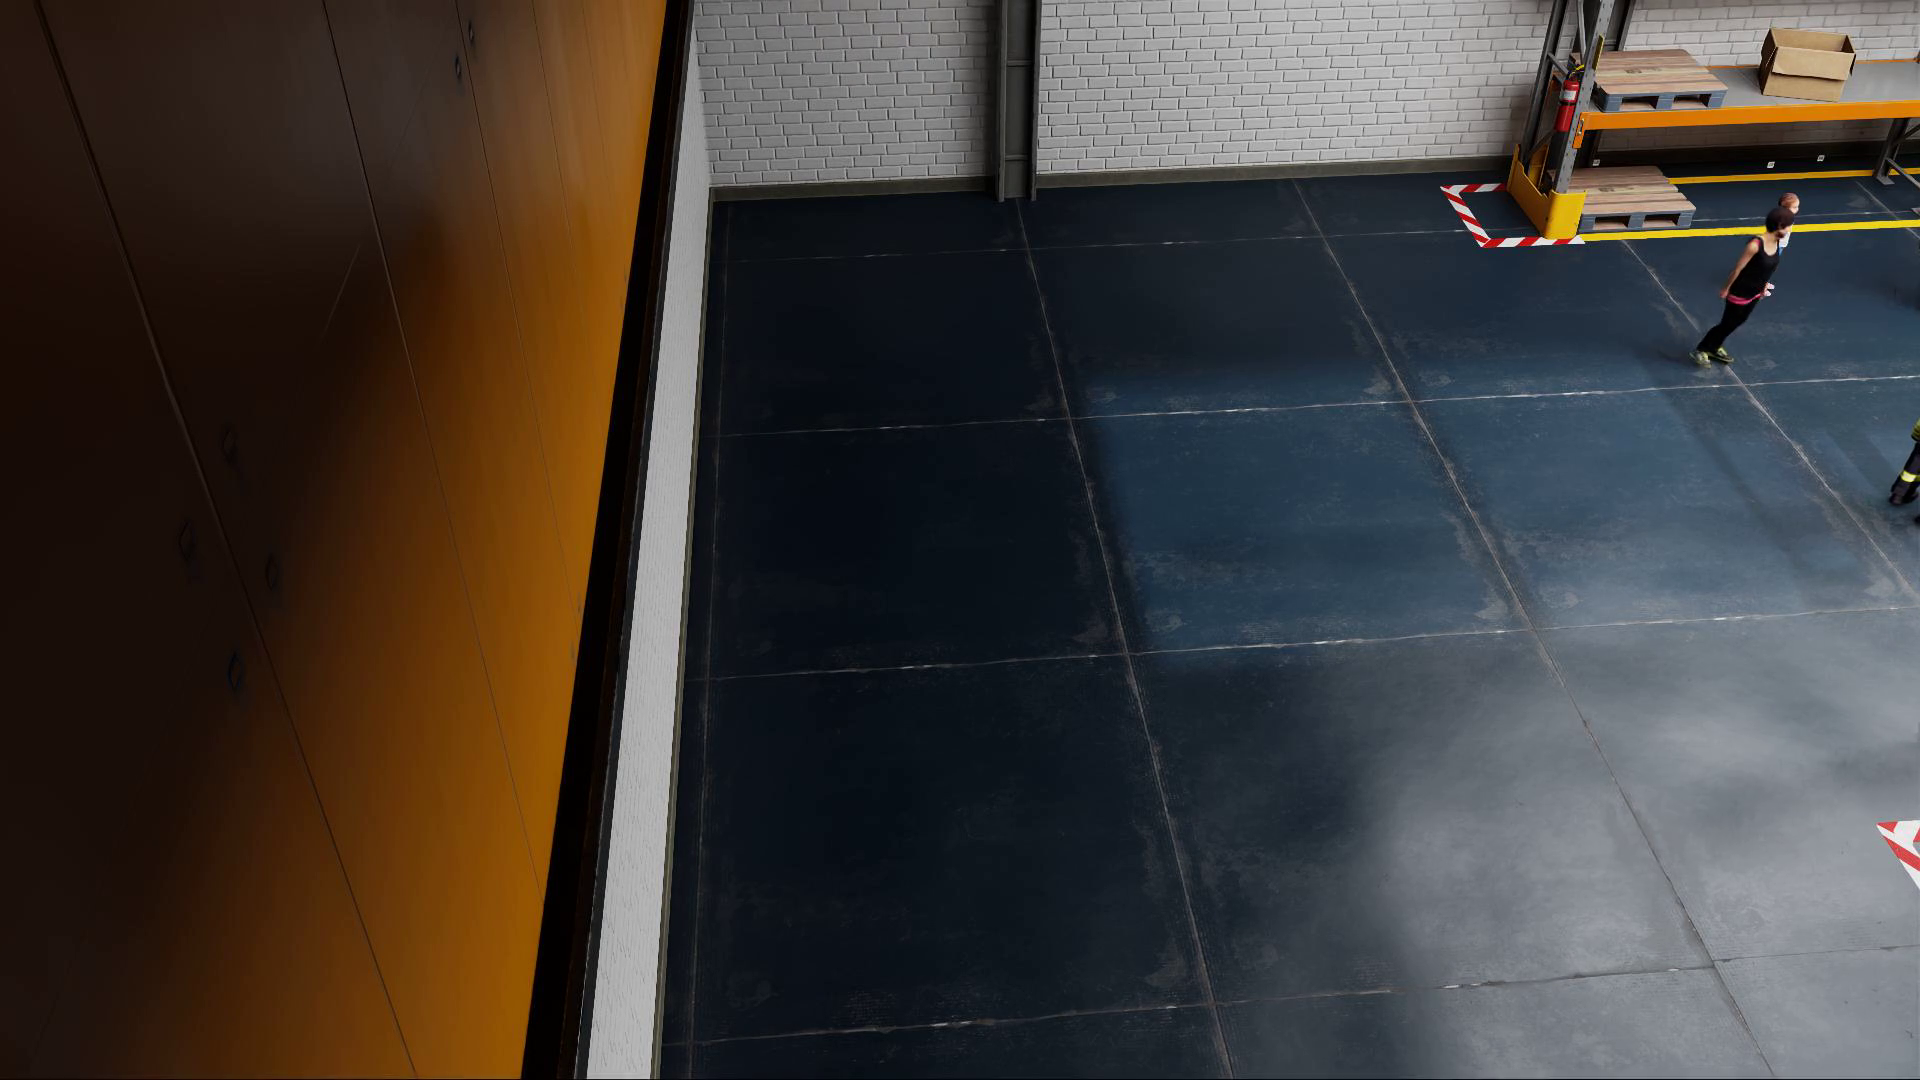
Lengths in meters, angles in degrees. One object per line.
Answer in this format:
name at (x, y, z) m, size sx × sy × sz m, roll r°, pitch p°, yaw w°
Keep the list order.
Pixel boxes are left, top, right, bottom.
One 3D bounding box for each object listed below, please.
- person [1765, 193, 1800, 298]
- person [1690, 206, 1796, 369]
person at (7.690, -2.803, 15.667) m, size 0.538 × 1.019 × 0.489 m, roll 22°, pitch 44°, yaw 25°
person at (6.808, -2.211, 14.527) m, size 0.697 × 1.517 × 0.801 m, roll -14°, pitch 41°, yaw -17°
